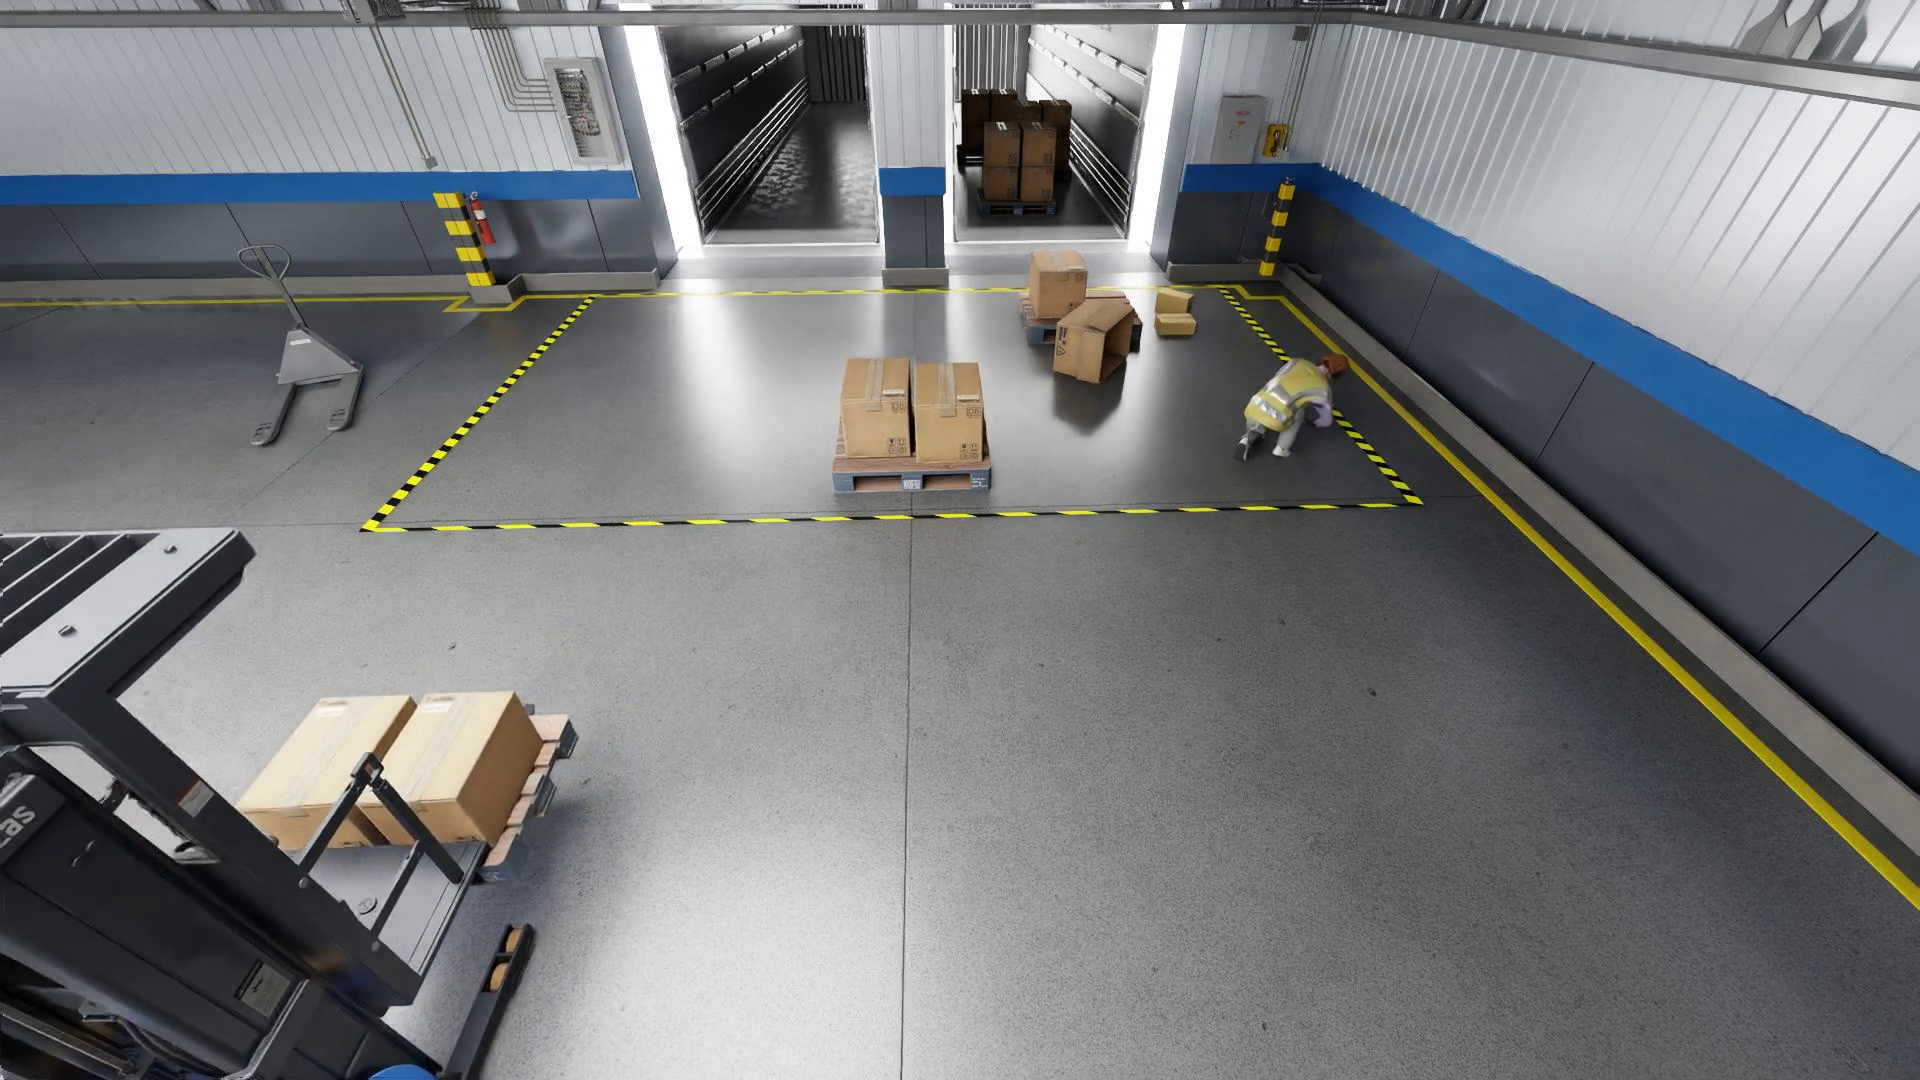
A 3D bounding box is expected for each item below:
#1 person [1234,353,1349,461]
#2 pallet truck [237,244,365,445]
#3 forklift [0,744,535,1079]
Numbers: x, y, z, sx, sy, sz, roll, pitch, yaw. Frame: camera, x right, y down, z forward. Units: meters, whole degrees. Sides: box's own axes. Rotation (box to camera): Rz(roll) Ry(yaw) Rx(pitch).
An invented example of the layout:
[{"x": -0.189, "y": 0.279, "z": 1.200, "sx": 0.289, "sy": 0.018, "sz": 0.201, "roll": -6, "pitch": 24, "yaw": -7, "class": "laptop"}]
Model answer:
[{"x": 2.607, "y": -1.067, "z": 5.896, "sx": 0.904, "sy": 0.845, "sz": 0.591, "roll": -23, "pitch": 44, "yaw": -26, "class": "person"}, {"x": -5.915, "y": -1.733, "z": 6.366, "sx": 0.680, "sy": 1.201, "sz": 1.601, "roll": -18, "pitch": 42, "yaw": -21, "class": "pallet truck"}, {"x": -2.111, "y": 1.410, "z": 1.760, "sx": 0.716, "sy": 2.013, "sz": 0.776, "roll": -2, "pitch": 39, "yaw": -2, "class": "forklift"}]
